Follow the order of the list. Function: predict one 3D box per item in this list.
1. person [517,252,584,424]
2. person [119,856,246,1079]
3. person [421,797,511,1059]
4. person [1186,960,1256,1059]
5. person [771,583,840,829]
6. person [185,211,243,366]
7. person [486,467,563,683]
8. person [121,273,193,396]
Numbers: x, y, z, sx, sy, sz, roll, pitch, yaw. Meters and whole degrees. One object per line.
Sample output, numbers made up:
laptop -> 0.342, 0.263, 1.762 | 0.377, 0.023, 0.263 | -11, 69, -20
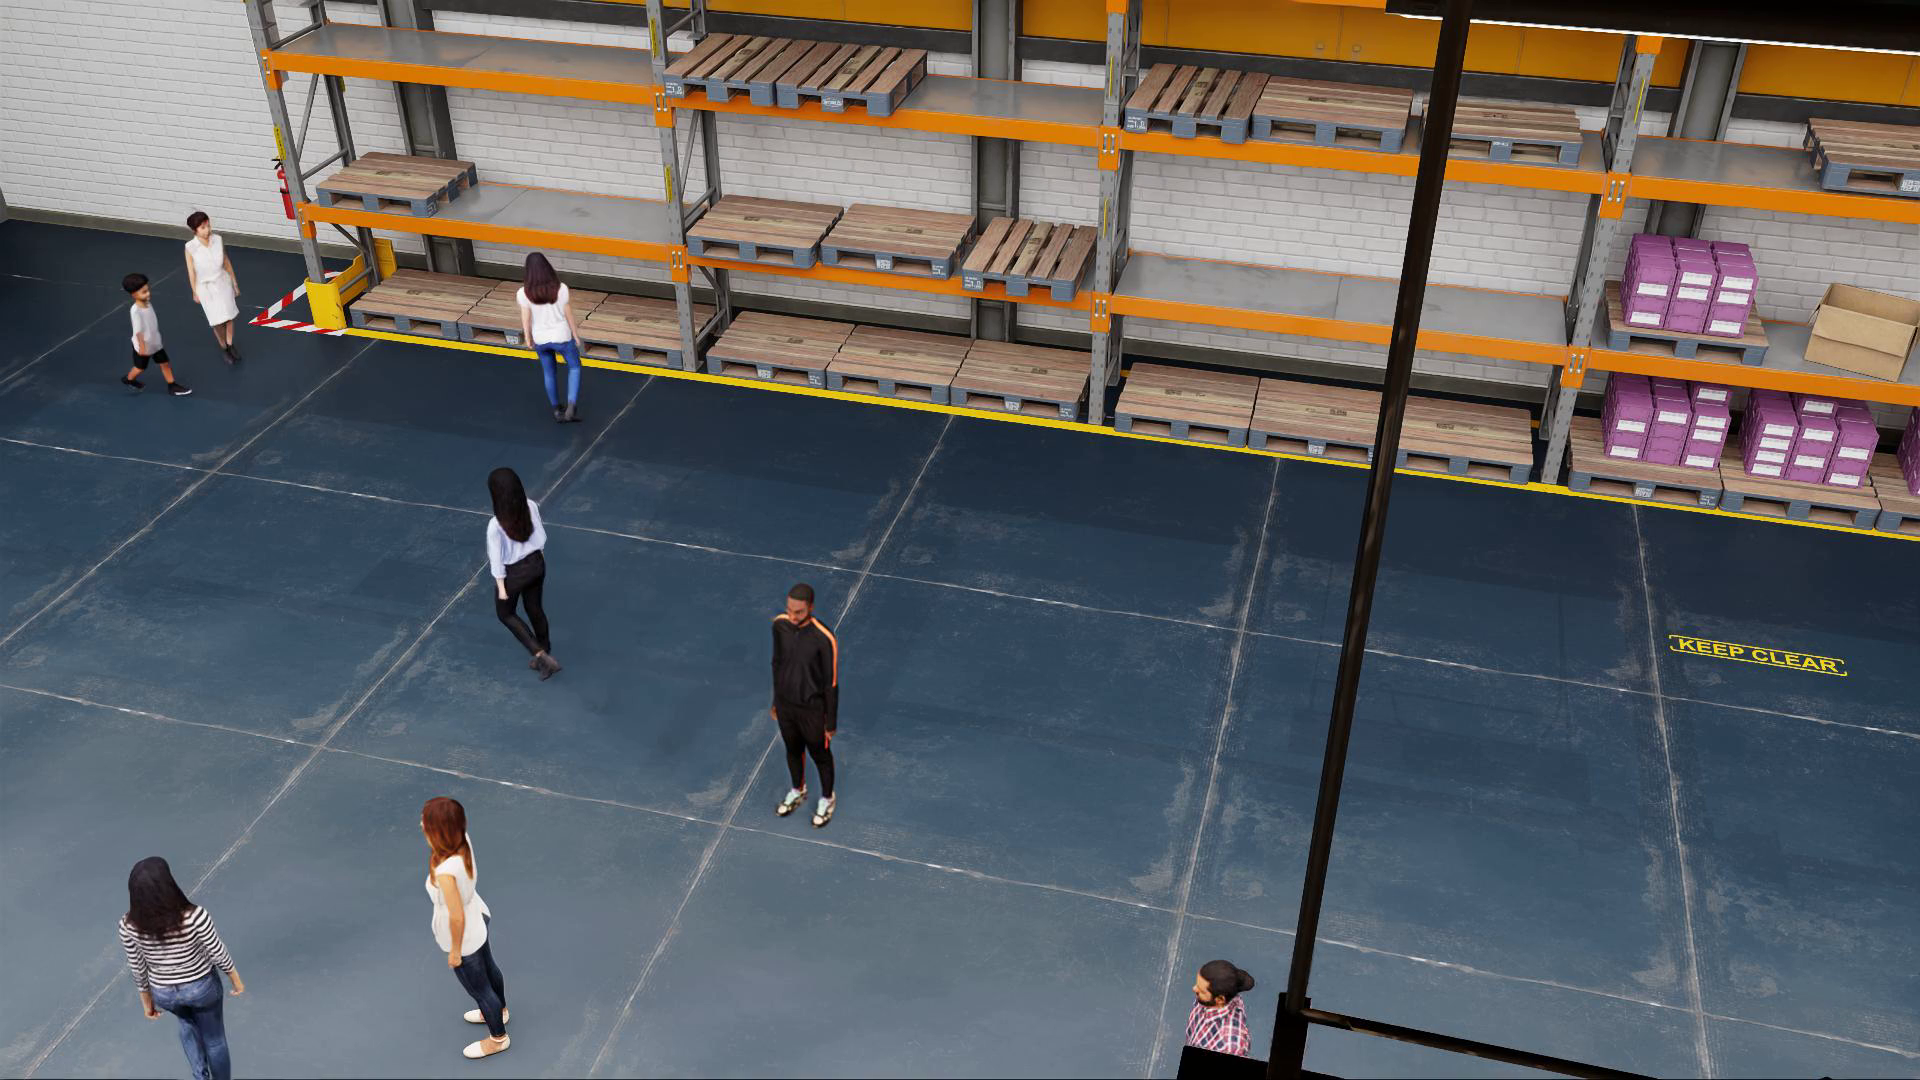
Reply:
person -> -3.612, -1.733, 14.764 | 0.800, 1.678, 0.839 | -2, 34, -4
person -> -3.951, 2.384, 8.480 | 0.713, 1.777, 0.795 | -6, 34, -9
person -> -2.648, 2.075, 8.939 | 0.657, 1.785, 0.673 | -4, 34, -6
person -> 1.295, 2.675, 8.071 | 0.795, 1.746, 0.792 | -5, 34, -7
person -> -0.975, 1.011, 10.517 | 0.578, 1.810, 0.734 | 17, 37, 24
person -> -7.180, -2.422, 15.926 | 0.730, 1.540, 0.672 | 25, 41, 32
person -> -3.006, 0.287, 11.672 | 0.839, 1.737, 0.778 | 21, 39, 28
person -> -7.583, -1.872, 15.377 | 0.884, 1.232, 0.586 | 1, 34, 1
